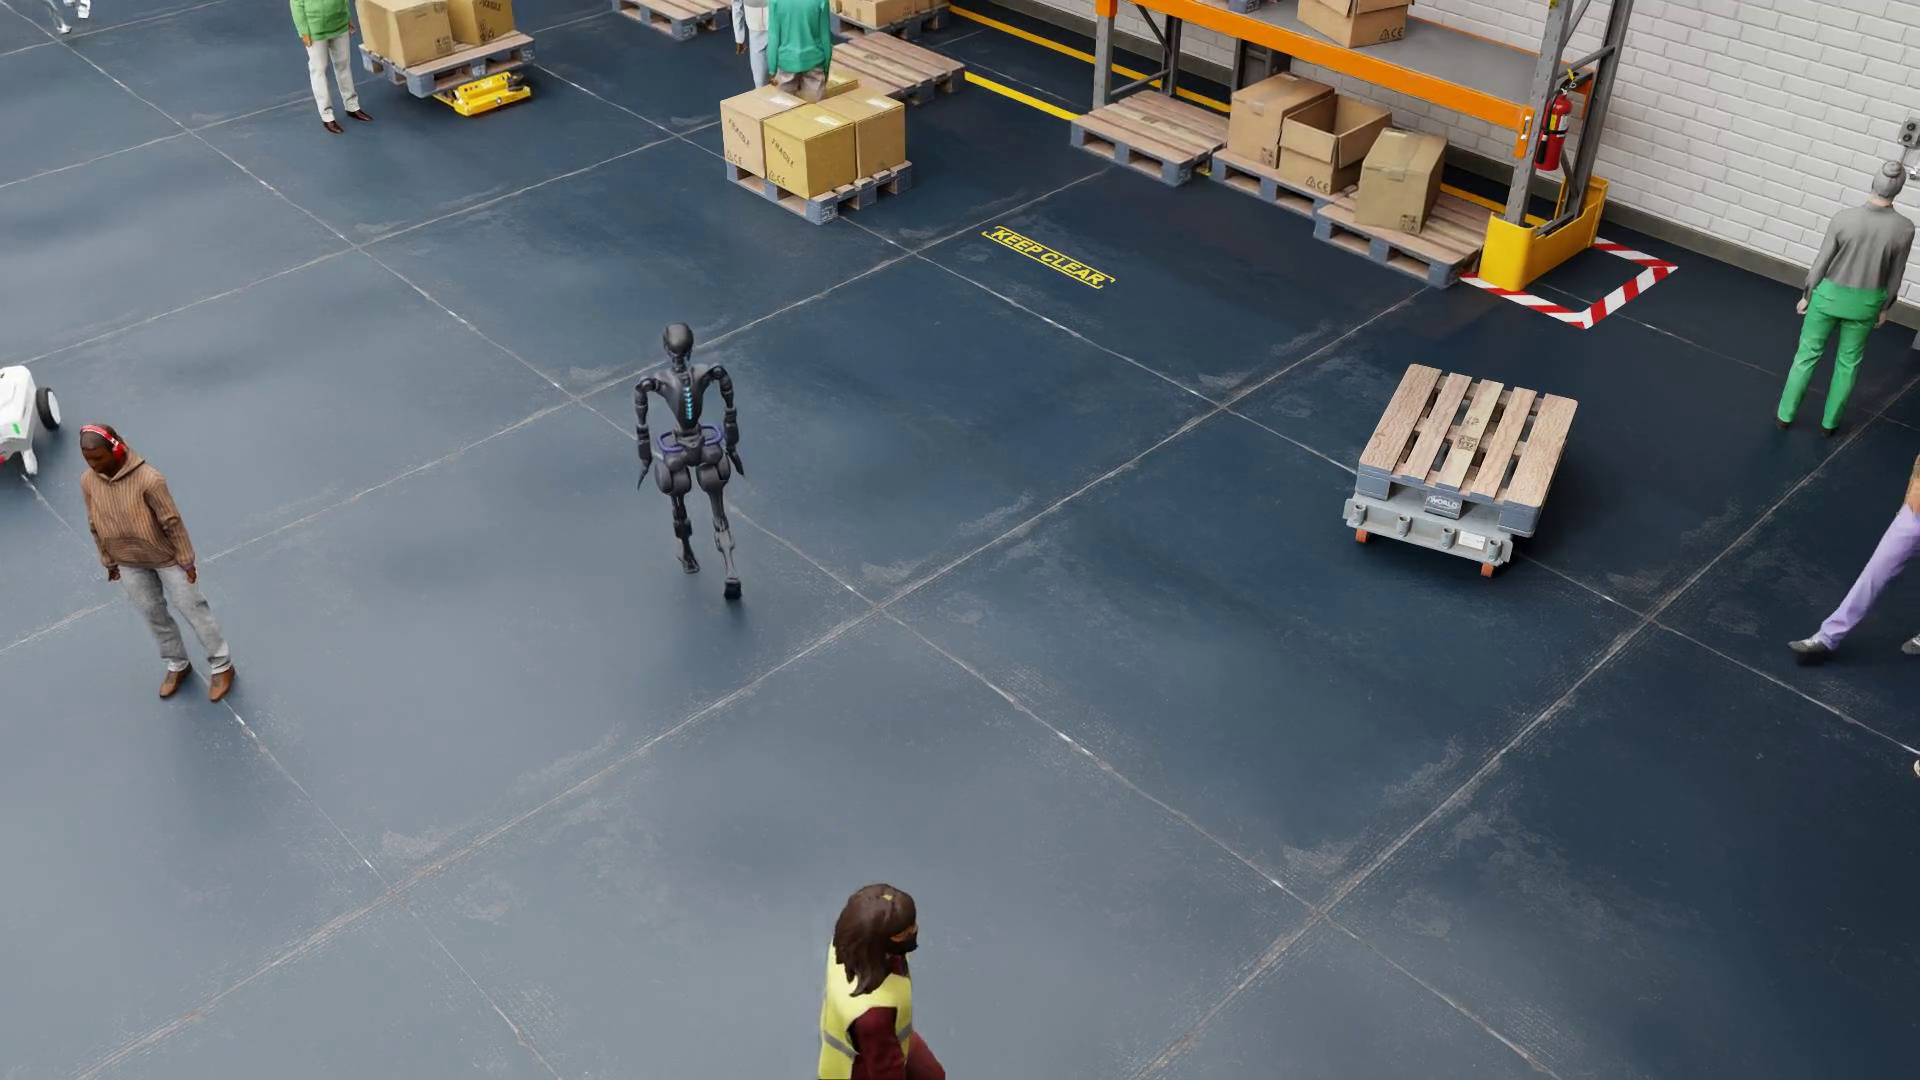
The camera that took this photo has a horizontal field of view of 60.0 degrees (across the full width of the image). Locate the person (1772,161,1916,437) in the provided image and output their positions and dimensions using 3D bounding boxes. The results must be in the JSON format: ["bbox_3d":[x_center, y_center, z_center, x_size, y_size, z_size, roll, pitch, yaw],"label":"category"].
[{"bbox_3d":[5.433,-1.478,10.188,0.515,1.839,0.332,14,39,18],"label":"person"}]

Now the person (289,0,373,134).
[{"bbox_3d":[-5.368,-4.369,14.061,0.388,1.784,0.538,25,44,29],"label":"person"}]

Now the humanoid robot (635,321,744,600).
[{"bbox_3d":[-1.438,-0.414,8.934,0.583,1.637,0.689,-13,39,-17],"label":"humanoid robot"}]

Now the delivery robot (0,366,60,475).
[{"bbox_3d":[-5.939,-0.766,10.317,0.499,0.603,0.795,-11,39,-15],"label":"delivery robot"}]

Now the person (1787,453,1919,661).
[{"bbox_3d":[4.890,-0.090,8.383,0.968,1.791,0.589,-11,39,-15],"label":"person"}]

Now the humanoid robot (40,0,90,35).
[{"bbox_3d":[-8.633,-5.608,15.736,0.551,1.731,1.026,-7,38,-10],"label":"humanoid robot"}]

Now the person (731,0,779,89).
[{"bbox_3d":[-1.575,-4.193,13.731,0.596,1.906,0.408,2,37,3],"label":"person"}]

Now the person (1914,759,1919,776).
[{"bbox_3d":[4.960,0.352,7.676,0.597,1.958,0.373,-26,44,-30],"label":"person"}]

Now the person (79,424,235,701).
[{"bbox_3d":[-4.018,0.096,8.264,0.474,1.641,0.333,2,37,2],"label":"person"}]

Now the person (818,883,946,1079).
[{"bbox_3d":[-0.179,1.830,5.888,0.733,1.741,0.496,-2,37,-2],"label":"person"}]

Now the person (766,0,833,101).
[{"bbox_3d":[-1.274,-3.785,13.259,0.534,1.821,0.475,-2,37,-3],"label":"person"}]

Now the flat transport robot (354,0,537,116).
[{"bbox_3d":[-4.593,-4.213,15.111,1.431,0.231,0.659,31,47,34],"label":"flat transport robot"}]
